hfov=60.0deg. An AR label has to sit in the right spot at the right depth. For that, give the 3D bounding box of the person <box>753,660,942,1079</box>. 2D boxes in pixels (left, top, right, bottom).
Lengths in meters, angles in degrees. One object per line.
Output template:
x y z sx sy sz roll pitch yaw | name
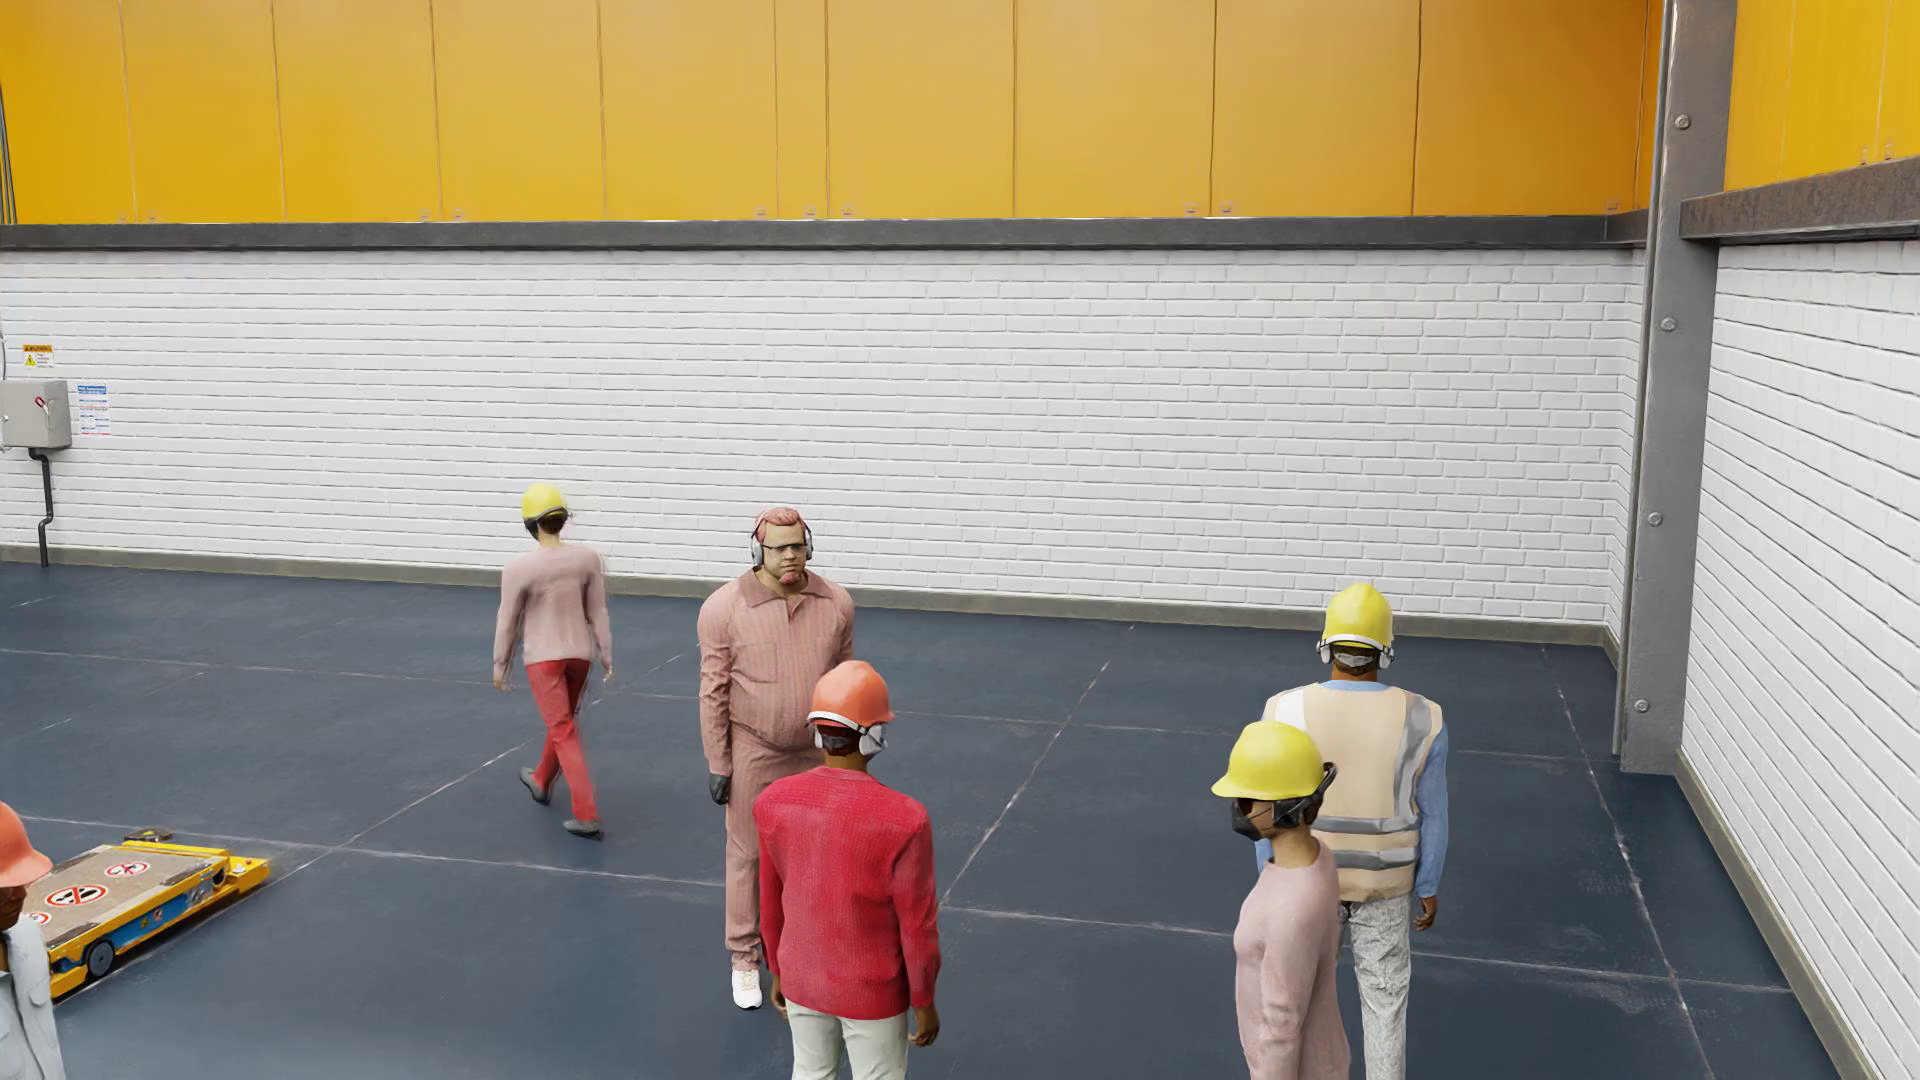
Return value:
-0.294 1.196 4.609 0.570 1.742 0.355 6 11 30 | person

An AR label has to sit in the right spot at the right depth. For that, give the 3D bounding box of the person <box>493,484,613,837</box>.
-2.061 0.577 8.291 0.545 1.712 0.901 -9 13 -43 | person

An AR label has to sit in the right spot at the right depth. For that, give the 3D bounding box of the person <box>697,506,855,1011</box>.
-0.668 0.816 6.361 0.640 1.909 0.409 -5 11 -27 | person

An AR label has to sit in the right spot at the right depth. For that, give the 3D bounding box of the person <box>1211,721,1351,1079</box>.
0.761 1.292 4.005 0.346 1.762 0.526 3 10 15 | person

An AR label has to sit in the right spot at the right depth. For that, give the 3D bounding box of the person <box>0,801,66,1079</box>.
-2.031 1.376 3.512 0.342 1.751 0.564 0 10 -2 | person

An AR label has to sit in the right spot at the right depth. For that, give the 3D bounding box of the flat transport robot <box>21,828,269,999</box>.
-3.615 1.537 6.920 0.652 0.197 1.431 2 10 13 | flat transport robot

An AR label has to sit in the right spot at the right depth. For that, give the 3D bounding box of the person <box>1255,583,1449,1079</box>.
1.226 1.041 5.255 0.594 1.832 0.404 2 10 10 | person
